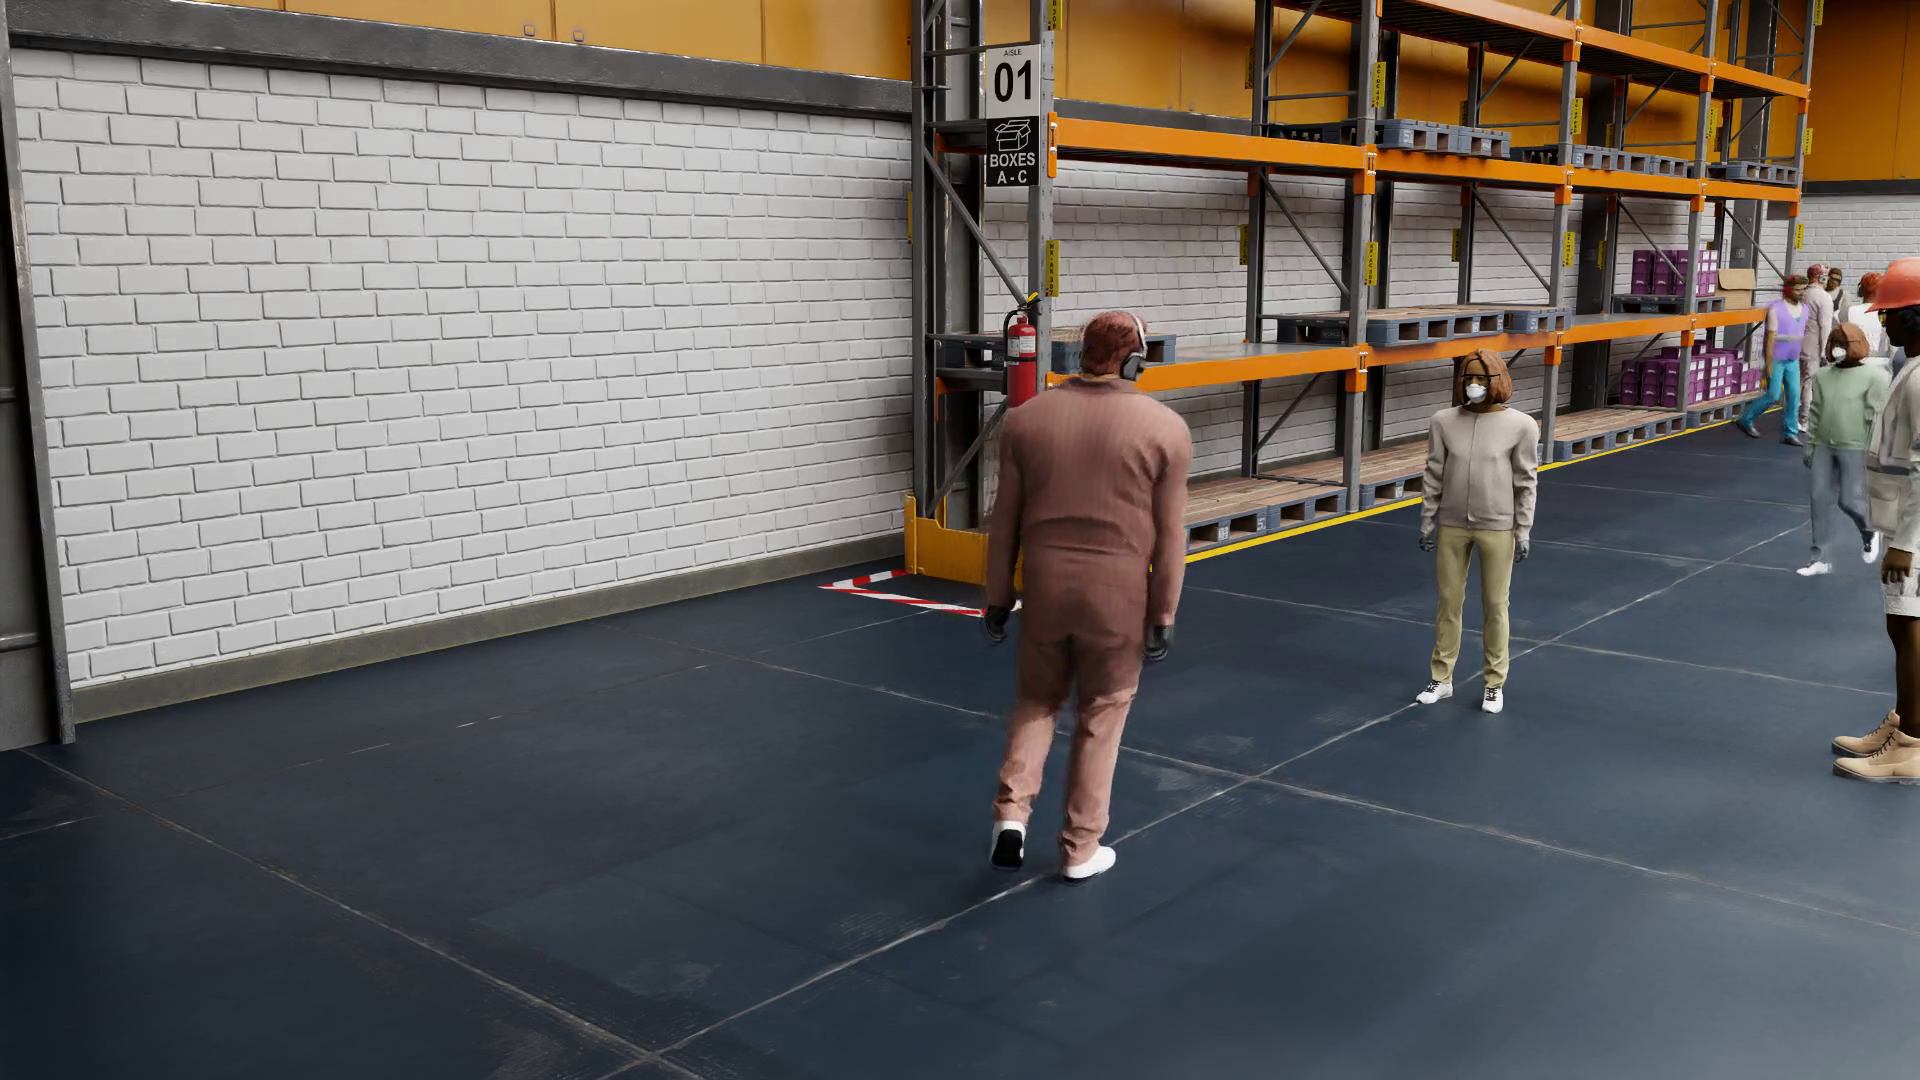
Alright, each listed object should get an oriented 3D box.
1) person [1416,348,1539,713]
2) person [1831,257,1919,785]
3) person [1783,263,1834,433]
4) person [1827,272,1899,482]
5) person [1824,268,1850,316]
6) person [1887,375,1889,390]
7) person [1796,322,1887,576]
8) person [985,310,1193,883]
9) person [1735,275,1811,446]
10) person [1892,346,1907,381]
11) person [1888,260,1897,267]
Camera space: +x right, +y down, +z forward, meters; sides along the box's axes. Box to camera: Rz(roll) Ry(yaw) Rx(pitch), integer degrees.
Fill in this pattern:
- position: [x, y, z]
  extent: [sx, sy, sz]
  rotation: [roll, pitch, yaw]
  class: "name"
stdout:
- position: [2.319, -0.044, 7.487]
  extent: [0.507, 1.633, 0.277]
  rotation: [6, 12, 32]
  class: "person"
- position: [3.658, -0.065, 6.466]
  extent: [0.394, 2.037, 0.605]
  rotation: [6, 12, 30]
  class: "person"
- position: [9.622, -2.166, 18.800]
  extent: [0.405, 1.908, 0.647]
  rotation: [-2, 10, -10]
  class: "person"
- position: [7.864, -1.391, 14.492]
  extent: [0.585, 1.872, 0.467]
  rotation: [7, 12, 33]
  class: "person"
- position: [11.638, -2.770, 22.541]
  extent: [0.626, 1.786, 0.963]
  rotation: [9, 14, 43]
  class: "person"
- position: [11.527, -2.462, 20.475]
  extent: [0.648, 1.900, 0.952]
  rotation: [2, 10, 9]
  class: "person"
- position: [5.620, -0.573, 10.546]
  extent: [0.550, 1.612, 0.512]
  rotation: [-6, 11, -29]
  class: "person"
- position: [0.410, 0.202, 5.419]
  extent: [0.660, 1.879, 0.571]
  rotation: [4, 11, 24]
  class: "person"
- position: [8.660, -1.911, 17.635]
  extent: [0.578, 1.804, 0.698]
  rotation: [-3, 11, -19]
  class: "person"
- position: [5.231, -0.415, 8.788]
  extent: [0.635, 1.922, 0.420]
  rotation: [8, 12, 37]
  class: "person"
- position: [12.587, -2.800, 22.386]
  extent: [0.573, 1.909, 0.757]
  rotation: [1, 10, 6]
  class: "person"
